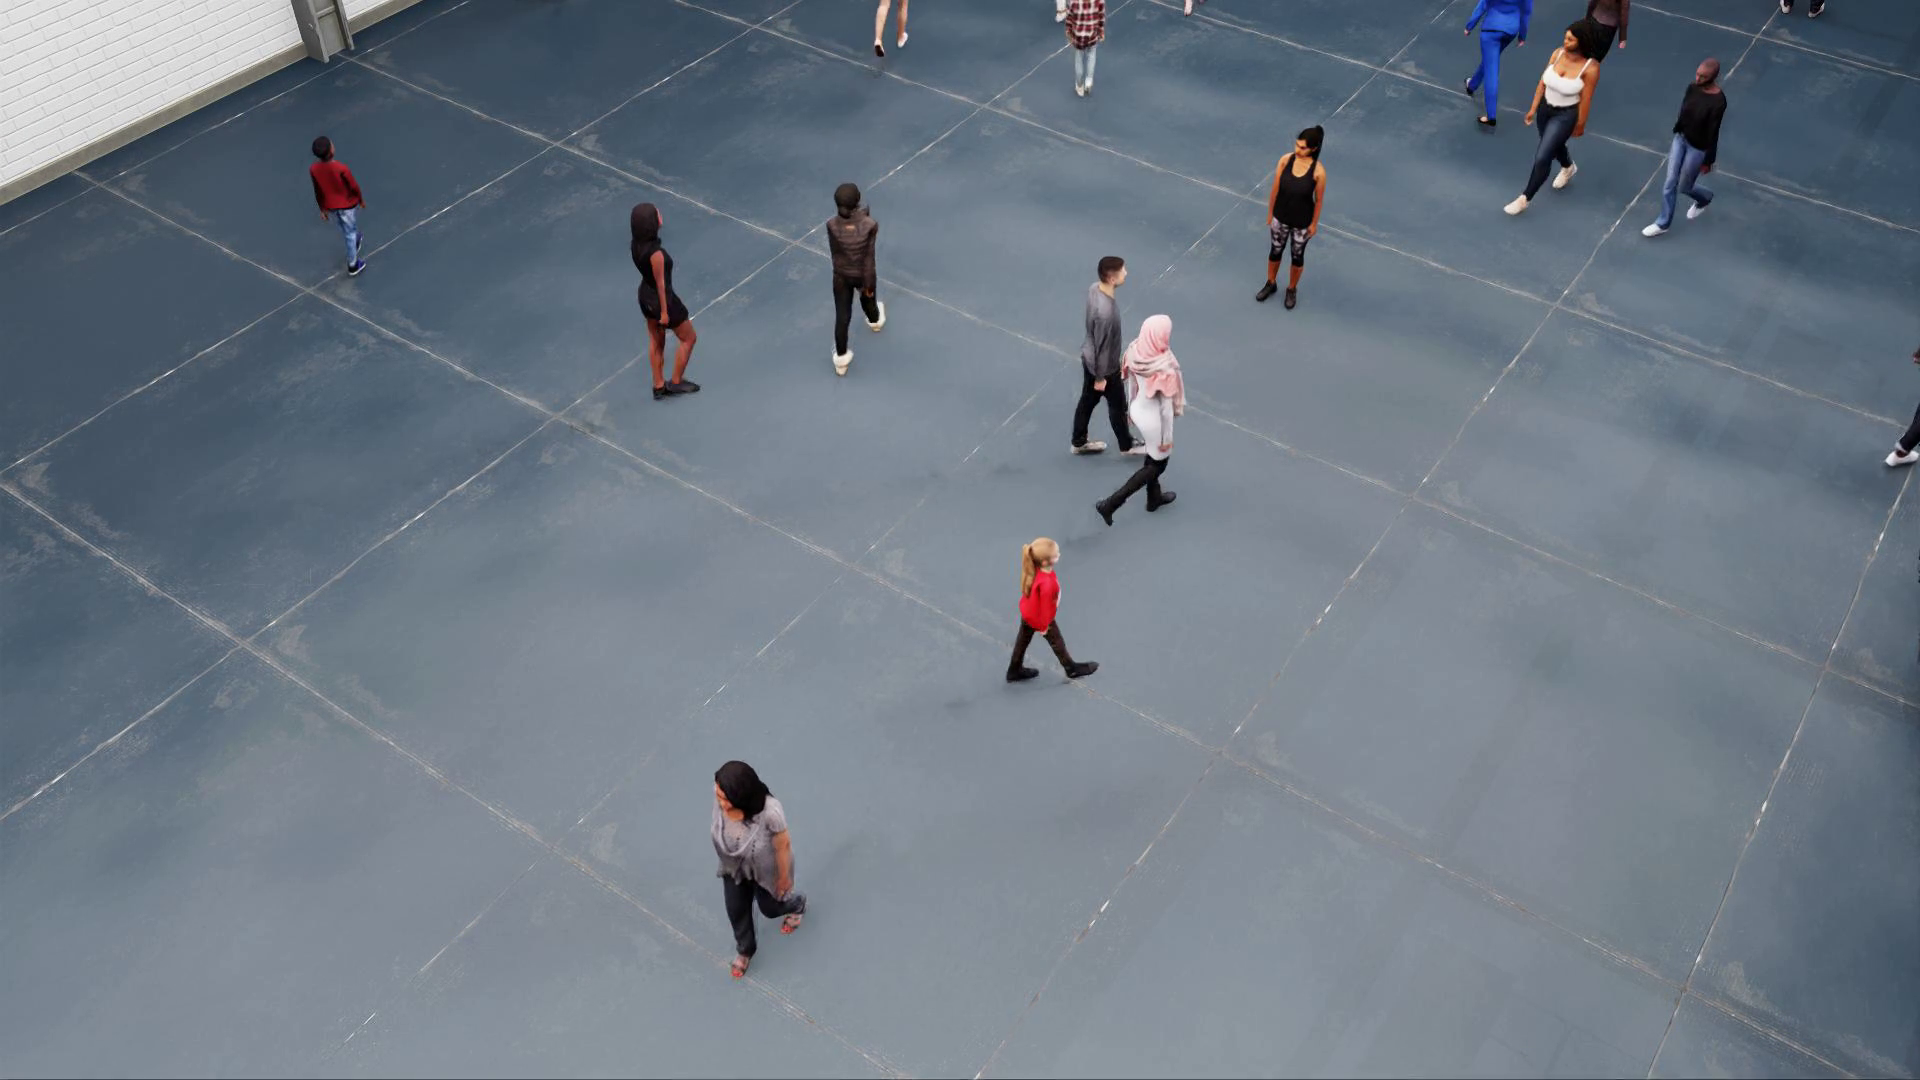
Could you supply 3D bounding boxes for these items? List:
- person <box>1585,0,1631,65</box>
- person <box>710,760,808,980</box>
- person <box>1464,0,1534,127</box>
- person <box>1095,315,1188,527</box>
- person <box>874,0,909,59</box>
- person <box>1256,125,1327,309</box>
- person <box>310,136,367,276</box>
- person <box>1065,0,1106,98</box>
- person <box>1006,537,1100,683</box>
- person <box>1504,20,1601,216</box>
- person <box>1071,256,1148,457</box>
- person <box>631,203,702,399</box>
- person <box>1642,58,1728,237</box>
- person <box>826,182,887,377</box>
[{"bbox_3d":[6.141,-4.912,16.092,0.747,1.688,0.704,-12,45,-13],"label":"person"},{"bbox_3d":[-1.098,1.730,9.209,0.719,1.564,0.886,20,47,20],"label":"person"},{"bbox_3d":[5.219,-4.803,16.009,1.164,1.644,1.296,-2,44,-3],"label":"person"},{"bbox_3d":[1.283,-0.801,11.707,1.102,1.784,0.879,-25,49,-24],"label":"person"},{"bbox_3d":[-0.699,-5.731,16.947,0.772,1.694,1.069,11,45,11],"label":"person"},{"bbox_3d":[2.774,-2.701,13.785,0.596,1.667,0.533,21,48,21],"label":"person"},{"bbox_3d":[-5.331,-2.842,14.245,0.719,1.238,0.863,5,44,6],"label":"person"},{"bbox_3d":[1.243,-5.004,16.472,0.680,1.296,0.737,1,44,1],"label":"person"},{"bbox_3d":[0.455,0.482,10.740,0.894,1.259,0.813,-10,45,-10],"label":"person"},{"bbox_3d":[5.412,-3.815,14.884,1.311,1.764,0.966,-23,48,-23],"label":"person"},{"bbox_3d":[0.974,-1.315,12.271,0.998,1.748,0.937,-6,44,-7],"label":"person"},{"bbox_3d":[-2.387,-1.781,12.775,0.737,1.728,0.707,-22,48,-22],"label":"person"},{"bbox_3d":[6.460,-3.451,14.539,1.012,1.714,0.871,-17,46,-17],"label":"person"},{"bbox_3d":[-0.848,-2.180,13.257,1.139,1.642,0.898,23,48,22],"label":"person"}]
